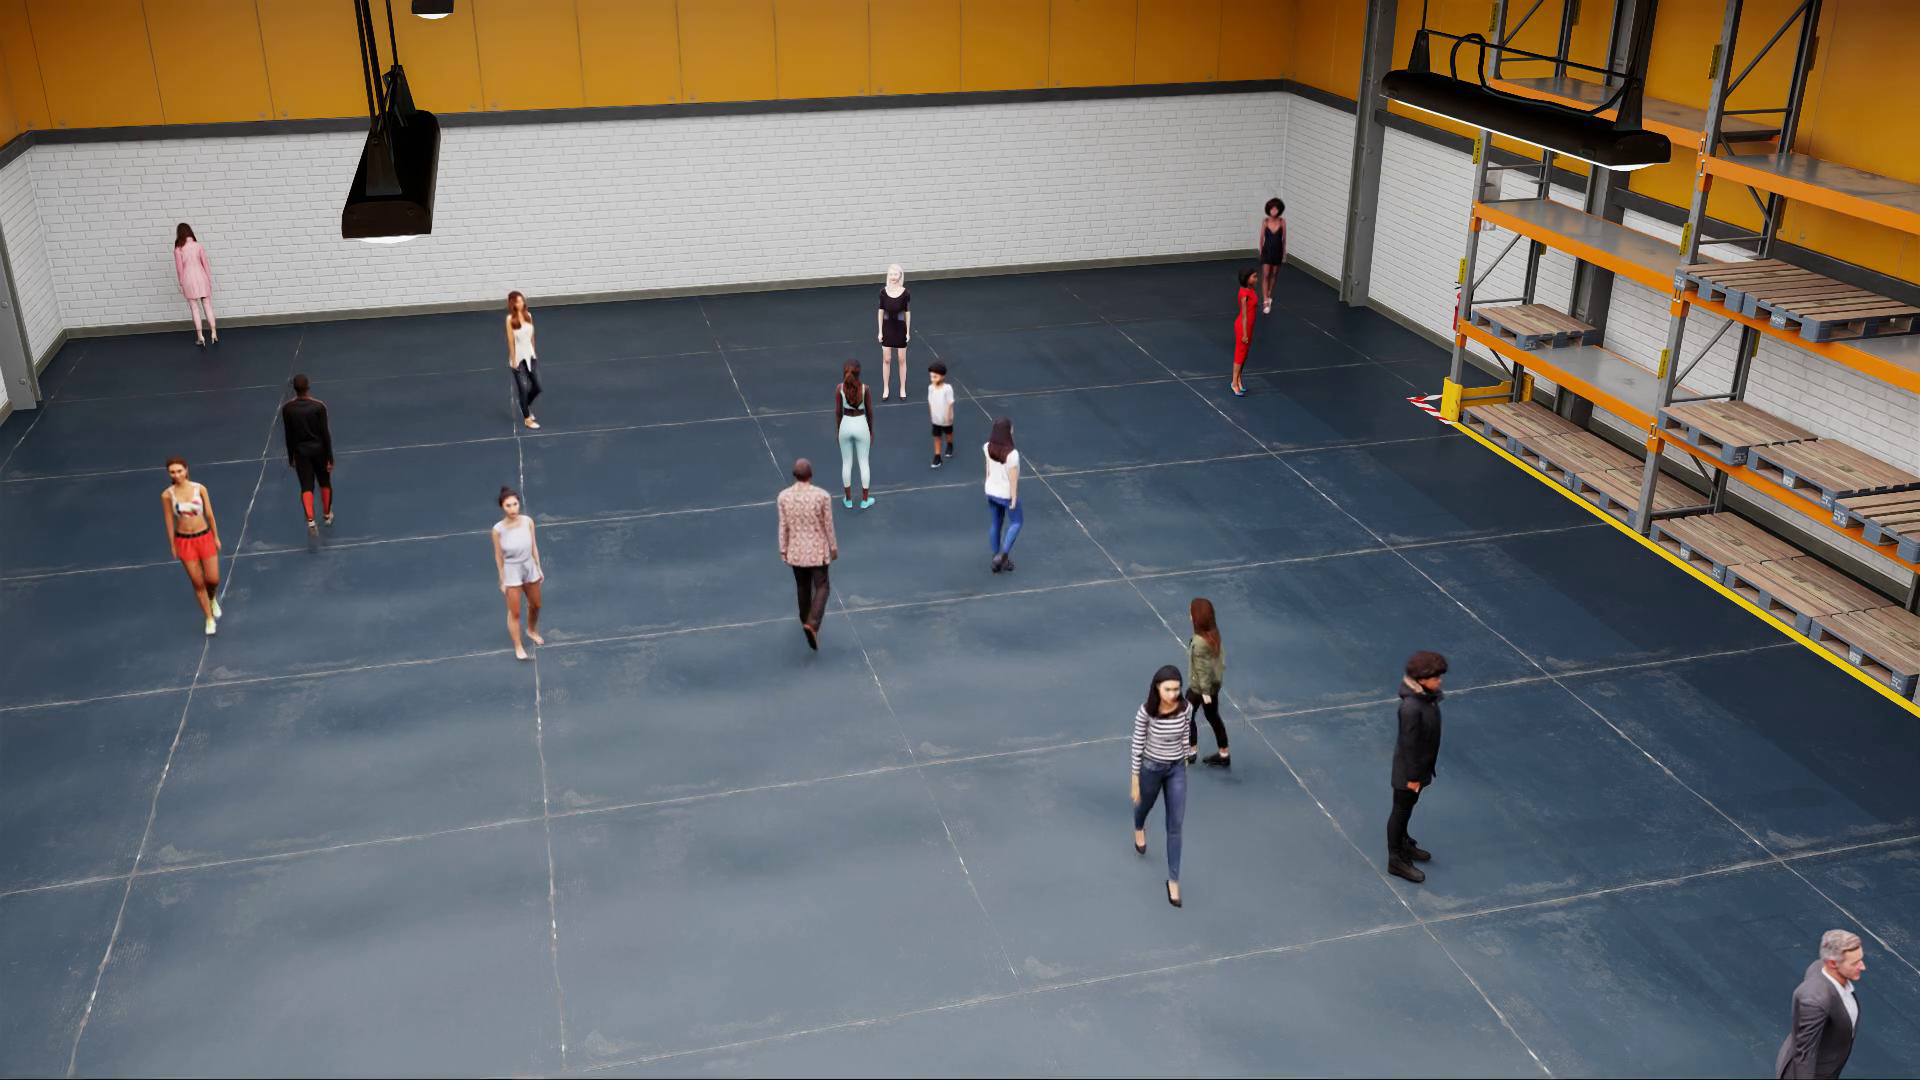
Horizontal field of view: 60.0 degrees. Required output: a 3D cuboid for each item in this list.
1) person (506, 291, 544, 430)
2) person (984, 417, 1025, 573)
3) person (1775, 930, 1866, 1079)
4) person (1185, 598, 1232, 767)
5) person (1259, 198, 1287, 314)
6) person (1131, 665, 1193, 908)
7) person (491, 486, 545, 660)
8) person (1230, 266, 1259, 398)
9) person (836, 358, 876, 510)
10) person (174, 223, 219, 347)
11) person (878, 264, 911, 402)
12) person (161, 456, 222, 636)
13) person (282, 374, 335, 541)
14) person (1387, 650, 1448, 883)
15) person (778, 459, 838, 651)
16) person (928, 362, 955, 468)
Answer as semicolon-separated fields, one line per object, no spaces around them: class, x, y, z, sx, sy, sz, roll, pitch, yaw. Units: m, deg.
person;-5.579;-2.280;21.036;0.791;1.775;0.736;18;30;36
person;0.374;-0.414;16.888;0.729;1.676;0.798;18;29;35
person;4.666;2.898;9.106;0.835;1.841;0.811;17;29;33
person;2.050;1.195;13.494;0.868;1.447;0.812;8;25;18
person;4.893;-4.463;26.077;0.740;1.736;1.146;0;24;0
person;1.413;1.679;12.018;0.653;1.744;1.128;-5;24;-11
person;-4.094;0.277;15.381;0.696;1.618;0.749;-18;29;-35
person;3.809;-2.807;22.279;0.712;1.744;0.617;9;25;19
person;-1.186;-1.199;18.626;0.630;1.724;0.618;1;24;2
person;-11.194;-3.746;24.354;0.684;1.802;0.658;-17;29;-34
person;-0.870;-2.753;22.048;0.627;1.830;0.581;0;24;-1
person;-7.254;0.017;15.777;0.646;1.778;0.727;-11;26;-23
person;-6.964;-0.868;17.812;0.637;1.770;1.147;-7;24;-15
person;3.296;1.615;12.120;0.798;1.778;0.730;11;26;24
person;-1.419;0.140;15.485;0.968;1.786;1.137;5;24;10
person;-0.196;-1.548;20.029;0.754;1.239;0.953;6;24;12
